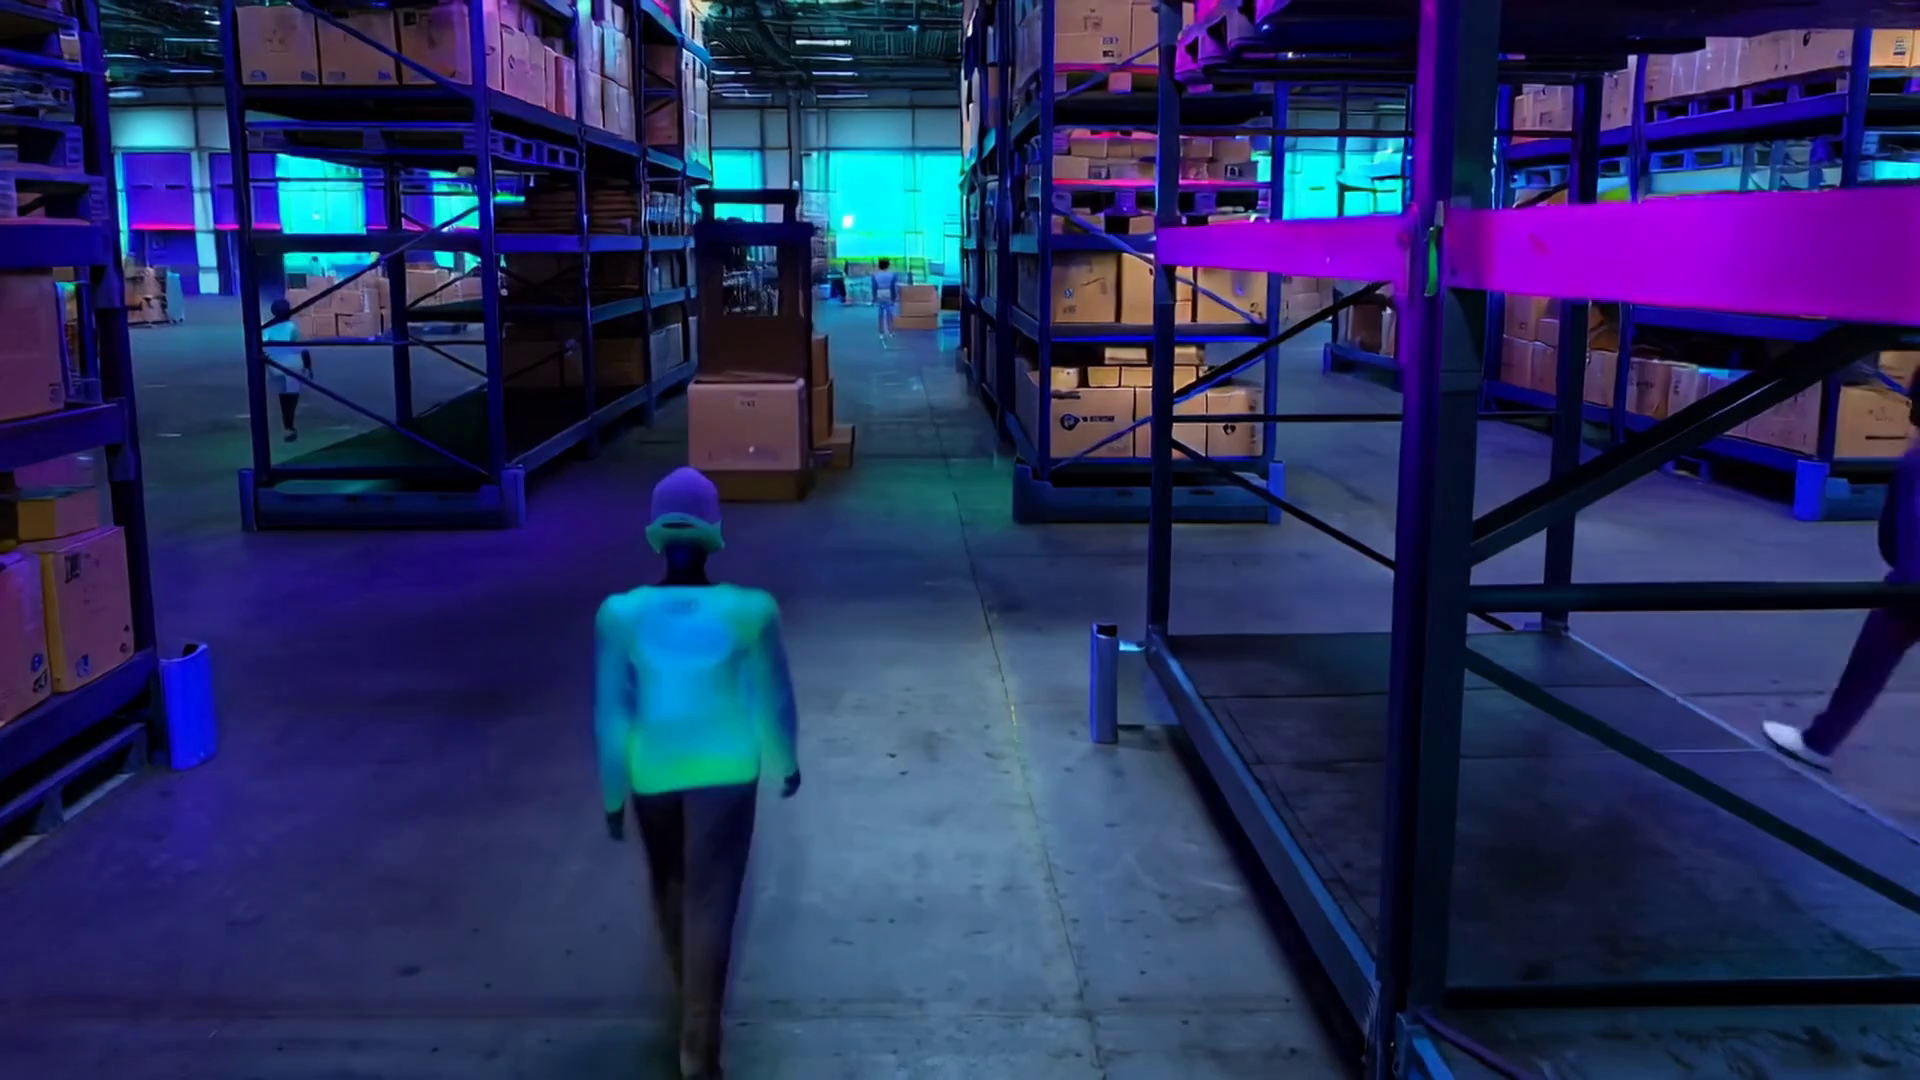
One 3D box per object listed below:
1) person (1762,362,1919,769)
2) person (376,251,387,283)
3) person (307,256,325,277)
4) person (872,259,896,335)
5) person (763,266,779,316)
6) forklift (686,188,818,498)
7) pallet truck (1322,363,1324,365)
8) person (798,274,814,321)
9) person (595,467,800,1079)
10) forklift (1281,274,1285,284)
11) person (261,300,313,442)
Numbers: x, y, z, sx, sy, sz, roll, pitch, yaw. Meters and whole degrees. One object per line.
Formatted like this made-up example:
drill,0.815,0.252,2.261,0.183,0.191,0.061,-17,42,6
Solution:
person,4.066,0.148,7.137,0.667,1.852,0.992,-7,12,-34
person,-21.839,-9.915,62.820,0.378,1.996,0.611,-7,13,-35
person,-23.927,-9.666,61.992,0.954,1.791,0.624,4,11,20
person,-1.901,-6.075,41.649,0.590,1.917,0.395,1,10,6
person,-3.122,-3.791,28.903,0.581,1.920,0.534,-5,11,-28
forklift,-1.946,-1.868,15.528,1.129,2.768,1.873,0,10,-2
pallet truck,7.712,-4.157,30.737,1.885,1.965,0.823,3,11,16
person,-3.378,-4.907,35.821,0.782,1.670,0.534,4,11,20
person,-0.730,0.654,4.718,0.531,1.722,0.908,1,10,5
forklift,12.135,-10.836,65.485,1.129,2.768,1.873,0,10,-2
person,-7.974,-2.000,19.663,0.531,1.659,0.857,0,10,-2
